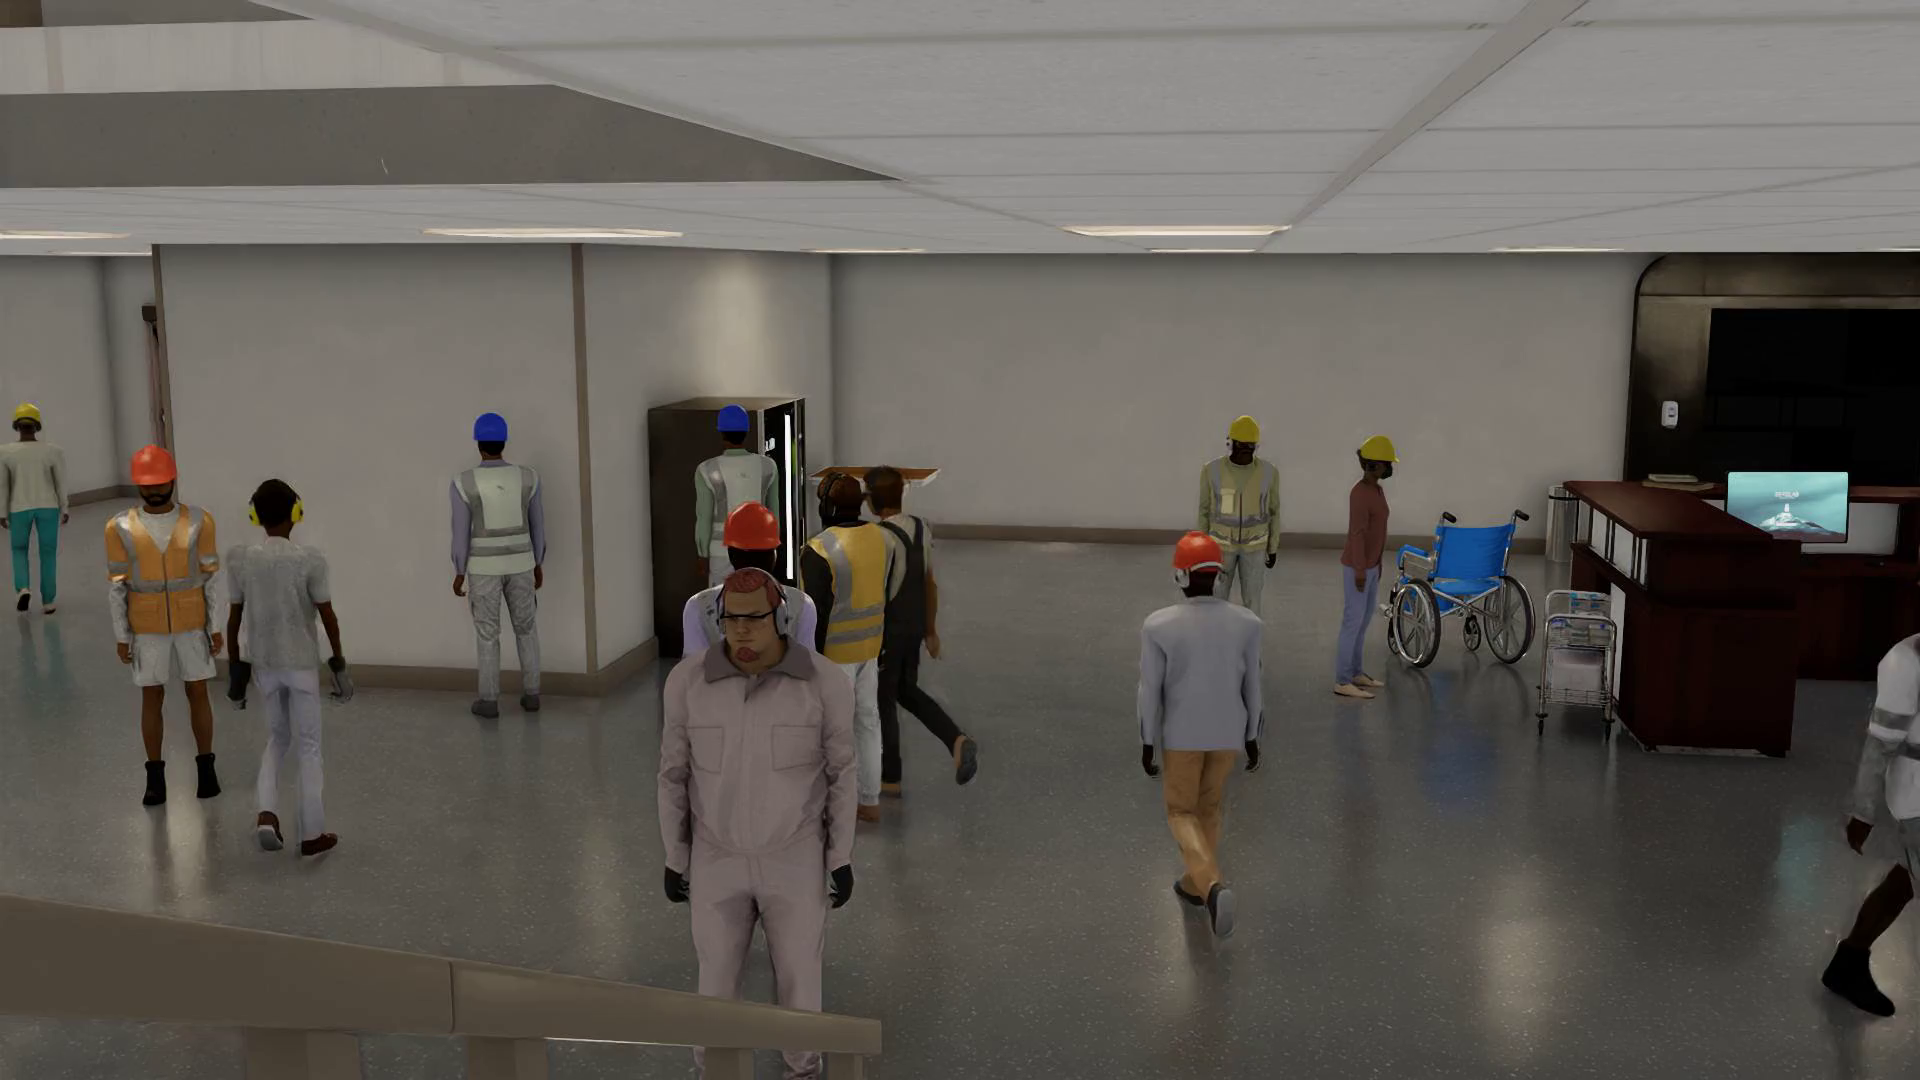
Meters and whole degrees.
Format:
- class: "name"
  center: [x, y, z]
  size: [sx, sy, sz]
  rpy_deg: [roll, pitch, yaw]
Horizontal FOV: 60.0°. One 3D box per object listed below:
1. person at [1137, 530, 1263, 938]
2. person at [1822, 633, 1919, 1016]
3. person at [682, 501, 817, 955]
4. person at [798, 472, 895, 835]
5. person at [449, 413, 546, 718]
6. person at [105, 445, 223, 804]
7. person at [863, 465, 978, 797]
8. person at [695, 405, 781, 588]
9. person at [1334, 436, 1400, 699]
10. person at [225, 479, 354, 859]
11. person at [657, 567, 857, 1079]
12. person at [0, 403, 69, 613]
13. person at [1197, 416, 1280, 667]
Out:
- class: "person"
  center: [1.067, 0.835, 7.183]
  size: [0.577, 1.726, 0.723]
  rpy_deg: [-2, 10, -15]
- class: "person"
  center: [3.576, 0.937, 6.054]
  size: [0.584, 1.887, 0.999]
  rpy_deg: [-4, 10, -21]
- class: "person"
  center: [-0.829, 0.808, 6.663]
  size: [0.544, 1.943, 0.347]
  rpy_deg: [-3, 10, -17]
- class: "person"
  center: [-0.604, 0.573, 8.424]
  size: [0.429, 1.842, 0.633]
  rpy_deg: [7, 11, 35]
- class: "person"
  center: [-2.943, 0.163, 10.618]
  size: [0.602, 1.949, 0.391]
  rpy_deg: [-6, 11, -31]
- class: "person"
  center: [-4.233, 0.451, 8.903]
  size: [0.543, 1.930, 0.386]
  rpy_deg: [-4, 10, -26]
- class: "person"
  center: [-0.272, 0.509, 8.857]
  size: [0.626, 1.819, 0.509]
  rpy_deg: [7, 11, 36]
- class: "person"
  center: [-1.505, 0.059, 11.264]
  size: [0.605, 1.949, 0.384]
  rpy_deg: [-5, 11, -29]
- class: "person"
  center: [2.740, 0.177, 11.143]
  size: [0.349, 1.759, 0.522]
  rpy_deg: [5, 10, 27]
- class: "person"
  center: [-3.239, 0.634, 8.040]
  size: [0.559, 1.846, 0.429]
  rpy_deg: [1, 9, 3]
- class: "person"
  center: [-0.662, 1.026, 5.425]
  size: [0.648, 1.907, 0.401]
  rpy_deg: [0, 9, 1]
- class: "person"
  center: [-7.681, -0.254, 13.793]
  size: [0.524, 1.758, 0.367]
  rpy_deg: [-5, 10, -26]
- class: "person"
  center: [1.995, 0.020, 11.910]
  size: [0.590, 1.827, 0.403]
  rpy_deg: [1, 9, 5]
